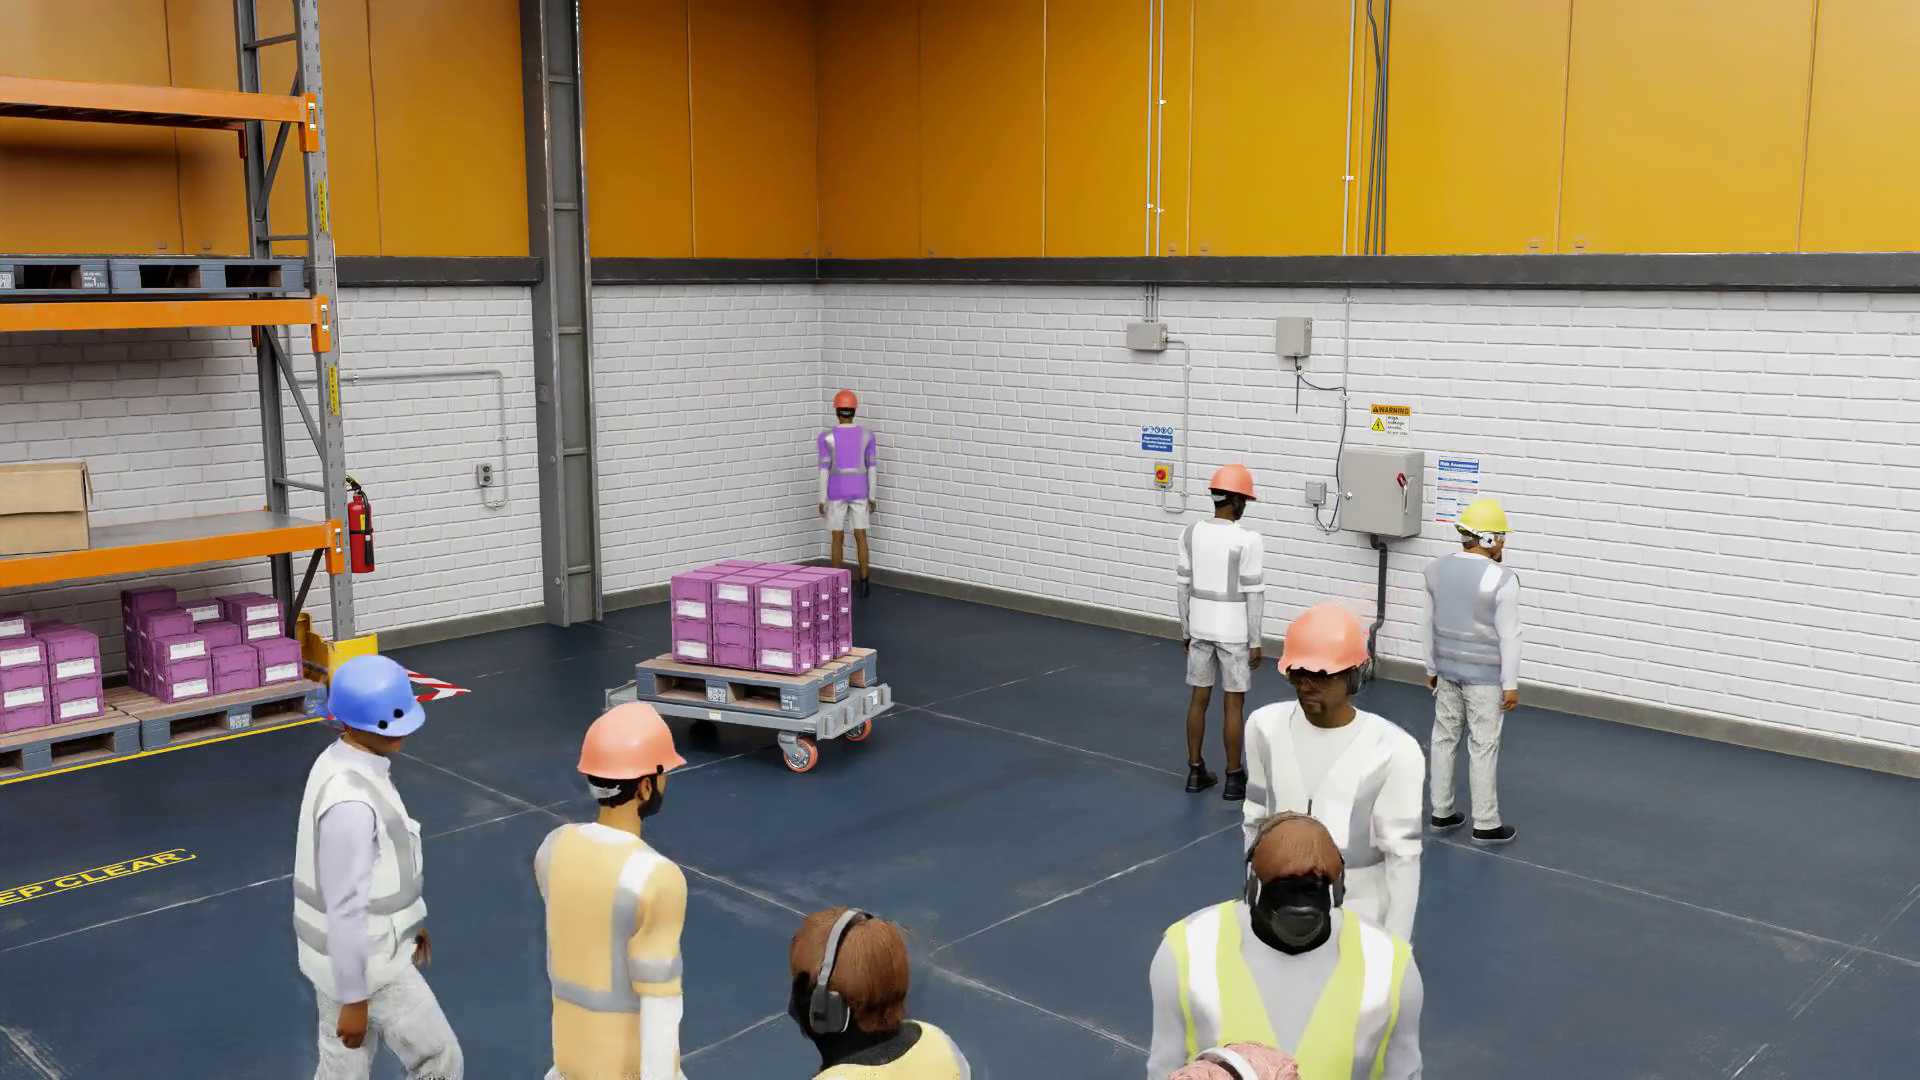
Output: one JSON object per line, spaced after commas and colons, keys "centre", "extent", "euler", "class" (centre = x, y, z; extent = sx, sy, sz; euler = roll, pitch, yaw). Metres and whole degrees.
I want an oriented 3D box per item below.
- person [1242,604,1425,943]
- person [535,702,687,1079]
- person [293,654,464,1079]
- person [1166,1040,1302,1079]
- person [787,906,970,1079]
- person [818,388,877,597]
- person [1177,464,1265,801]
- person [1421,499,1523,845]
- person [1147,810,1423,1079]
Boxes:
{"centre": [1.091, 1.201, 5.184], "extent": [0.639, 1.995, 1.002], "euler": [7, 11, 35], "class": "person"}
{"centre": [-0.933, 1.375, 4.497], "extent": [0.545, 1.890, 1.011], "euler": [6, 11, 34], "class": "person"}
{"centre": [-1.718, 1.260, 5.130], "extent": [0.710, 1.901, 0.594], "euler": [-5, 11, -30], "class": "person"}
{"centre": [0.388, 1.679, 2.543], "extent": [0.402, 1.906, 0.651], "euler": [-7, 12, -36], "class": "person"}
{"centre": [-0.139, 1.612, 3.278], "extent": [0.889, 1.805, 0.616], "euler": [3, 10, 20], "class": "person"}
{"centre": [-1.044, -0.433, 15.403], "extent": [0.552, 1.935, 0.370], "euler": [-2, 9, -12], "class": "person"}
{"centre": [1.516, 0.524, 9.565], "extent": [0.547, 1.924, 0.391], "euler": [8, 12, 40], "class": "person"}
{"centre": [2.726, 0.692, 8.833], "extent": [0.404, 1.828, 0.591], "euler": [-6, 11, -34], "class": "person"}
{"centre": [0.742, 1.503, 3.844], "extent": [0.634, 1.839, 0.430], "euler": [1, 9, 7], "class": "person"}
